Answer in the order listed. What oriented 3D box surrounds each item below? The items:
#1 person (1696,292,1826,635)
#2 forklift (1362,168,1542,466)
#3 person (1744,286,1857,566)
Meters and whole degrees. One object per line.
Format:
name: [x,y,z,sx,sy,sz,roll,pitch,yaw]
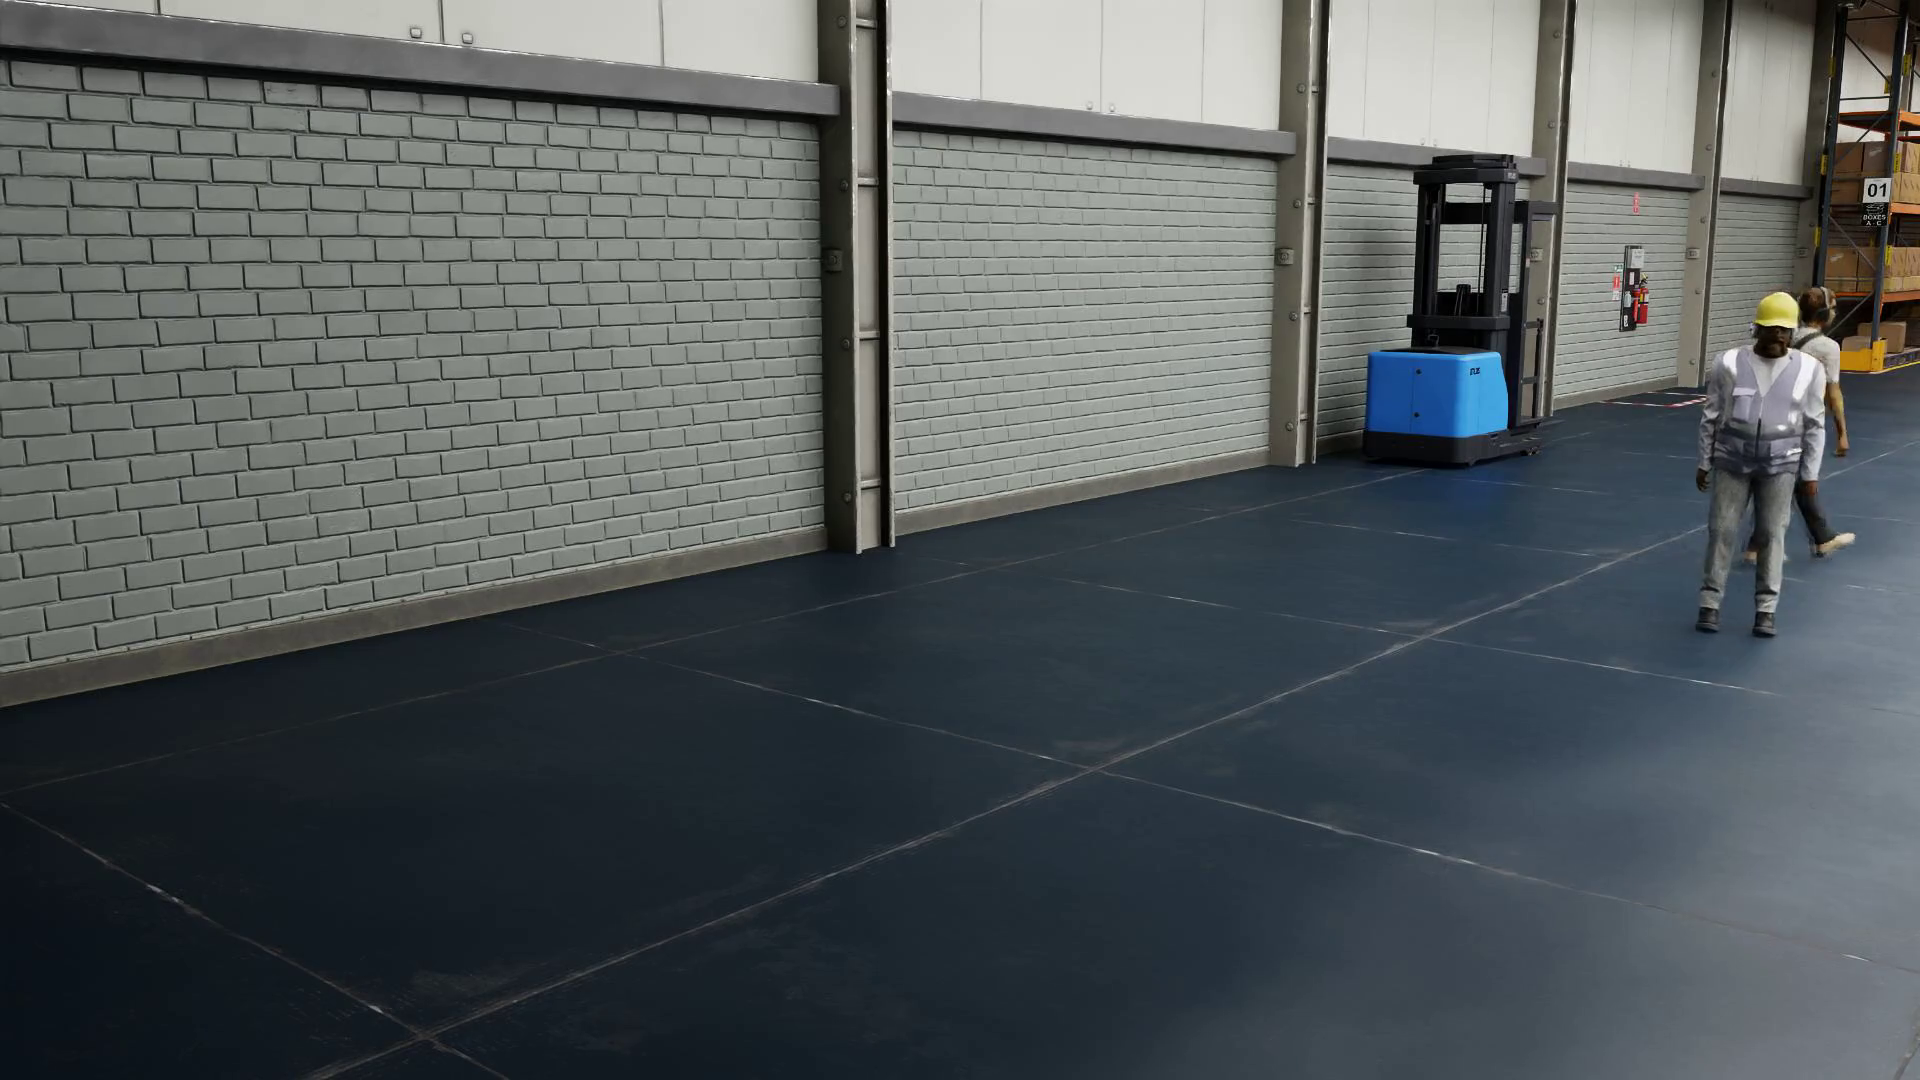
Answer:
person: [4.283,-0.411,8.927,0.606,1.824,0.404,5,11,25]
forklift: [4.875,-2.212,16.287,1.129,2.768,1.873,8,13,40]
person: [5.555,-0.729,10.786,0.941,1.797,0.526,-2,10,-12]
